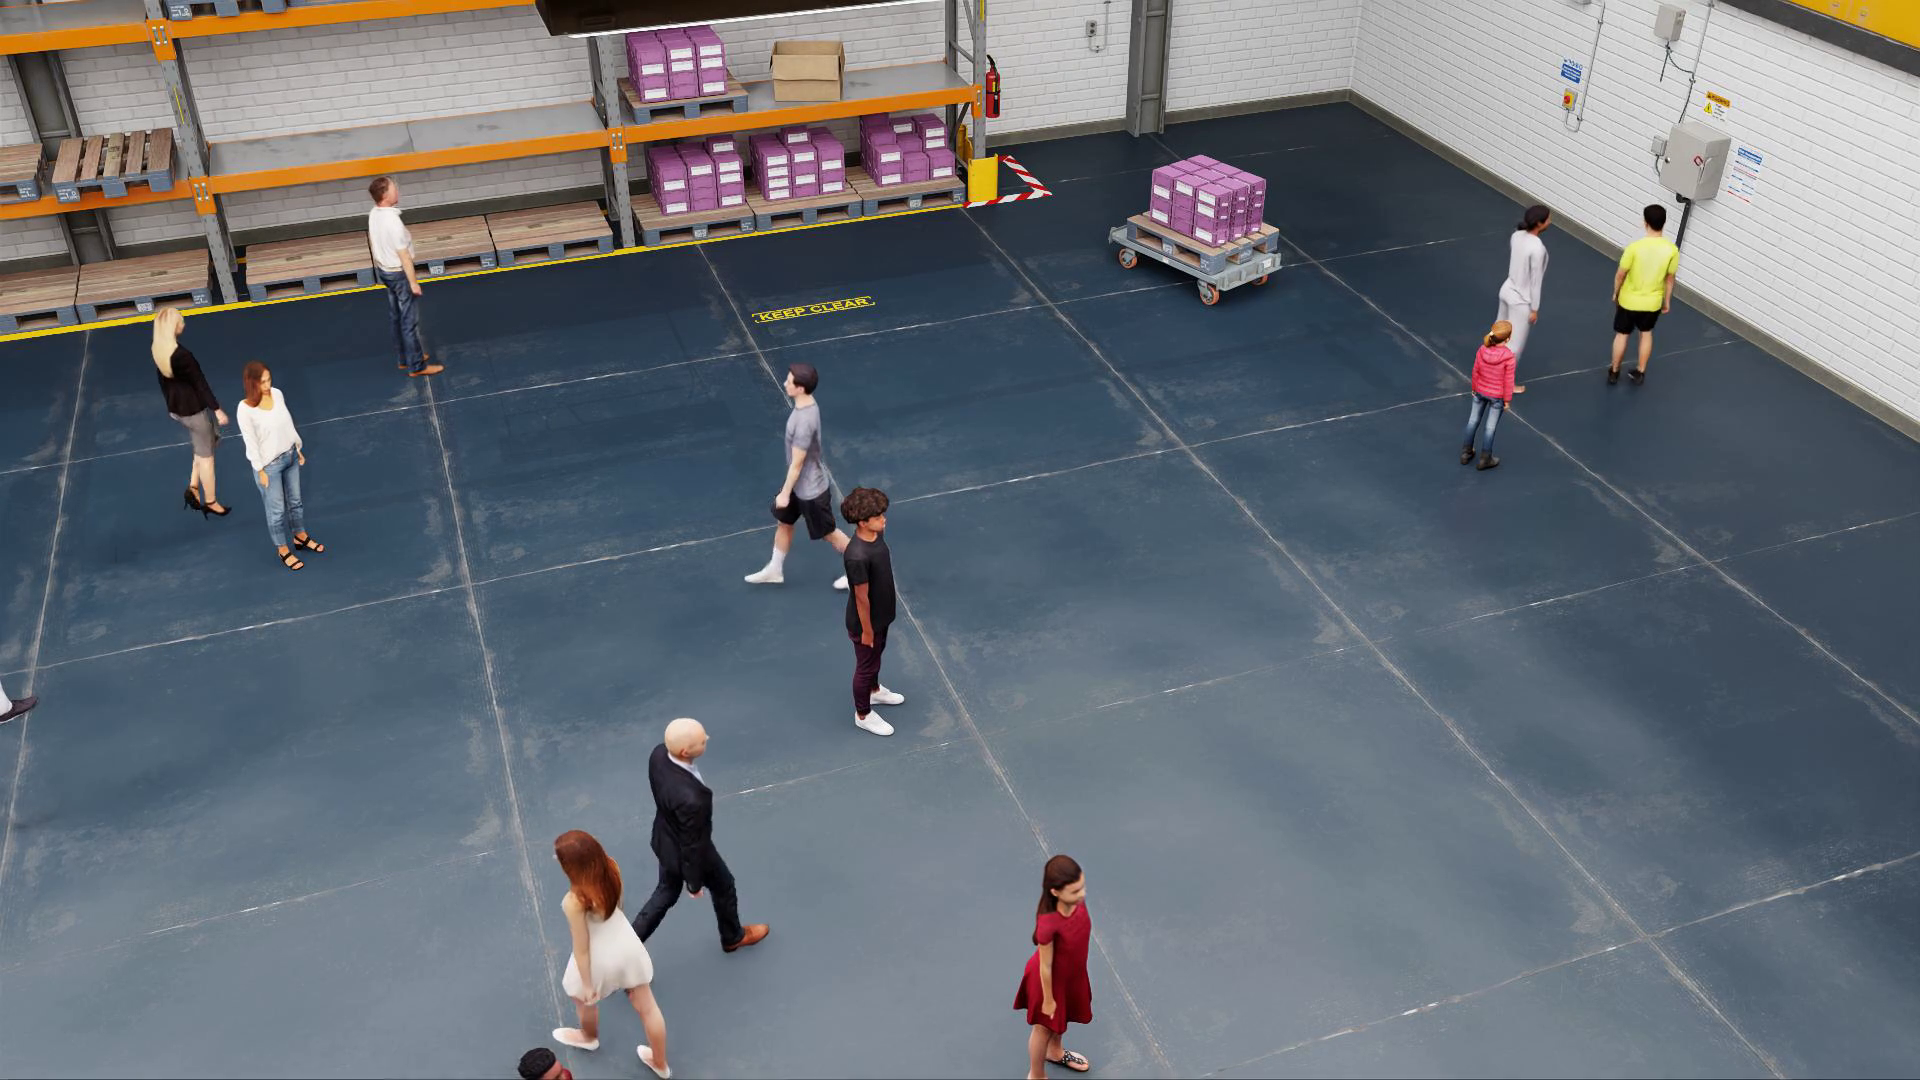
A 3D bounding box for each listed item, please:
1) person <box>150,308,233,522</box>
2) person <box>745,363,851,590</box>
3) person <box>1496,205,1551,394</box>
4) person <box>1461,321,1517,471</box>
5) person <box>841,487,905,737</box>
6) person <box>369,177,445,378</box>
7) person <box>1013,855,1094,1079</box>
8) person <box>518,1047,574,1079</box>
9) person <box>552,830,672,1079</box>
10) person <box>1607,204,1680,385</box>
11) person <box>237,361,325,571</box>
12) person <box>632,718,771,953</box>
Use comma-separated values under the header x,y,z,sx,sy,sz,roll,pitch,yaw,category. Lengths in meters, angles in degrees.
x,y,z,sx,sy,sz,roll,pitch,yaw,category
-5.970,-0.895,12.760,0.775,1.824,0.837,21,39,28,person
-1.002,-0.403,12.005,1.225,1.840,0.801,-5,34,-7,person
4.940,-2.143,14.719,0.586,1.734,0.650,-7,34,-10,person
4.353,-1.198,13.673,0.587,1.318,0.613,28,43,36,person
-0.584,0.430,10.803,0.739,1.784,0.721,6,34,9,person
-5.068,-2.369,14.948,0.693,1.856,0.734,-25,41,-32,person
0.490,2.178,8.381,0.741,1.553,0.681,19,38,26,person
-1.898,2.802,7.716,0.642,1.250,0.590,12,36,18,person
-1.707,2.127,8.344,0.989,1.680,0.975,22,39,30,person
6.019,-2.123,14.730,0.704,1.689,0.807,11,35,16,person
-5.118,-0.585,12.425,0.742,1.678,0.692,13,36,18,person
-1.551,1.686,8.922,1.243,1.774,0.883,-22,39,-29,person
